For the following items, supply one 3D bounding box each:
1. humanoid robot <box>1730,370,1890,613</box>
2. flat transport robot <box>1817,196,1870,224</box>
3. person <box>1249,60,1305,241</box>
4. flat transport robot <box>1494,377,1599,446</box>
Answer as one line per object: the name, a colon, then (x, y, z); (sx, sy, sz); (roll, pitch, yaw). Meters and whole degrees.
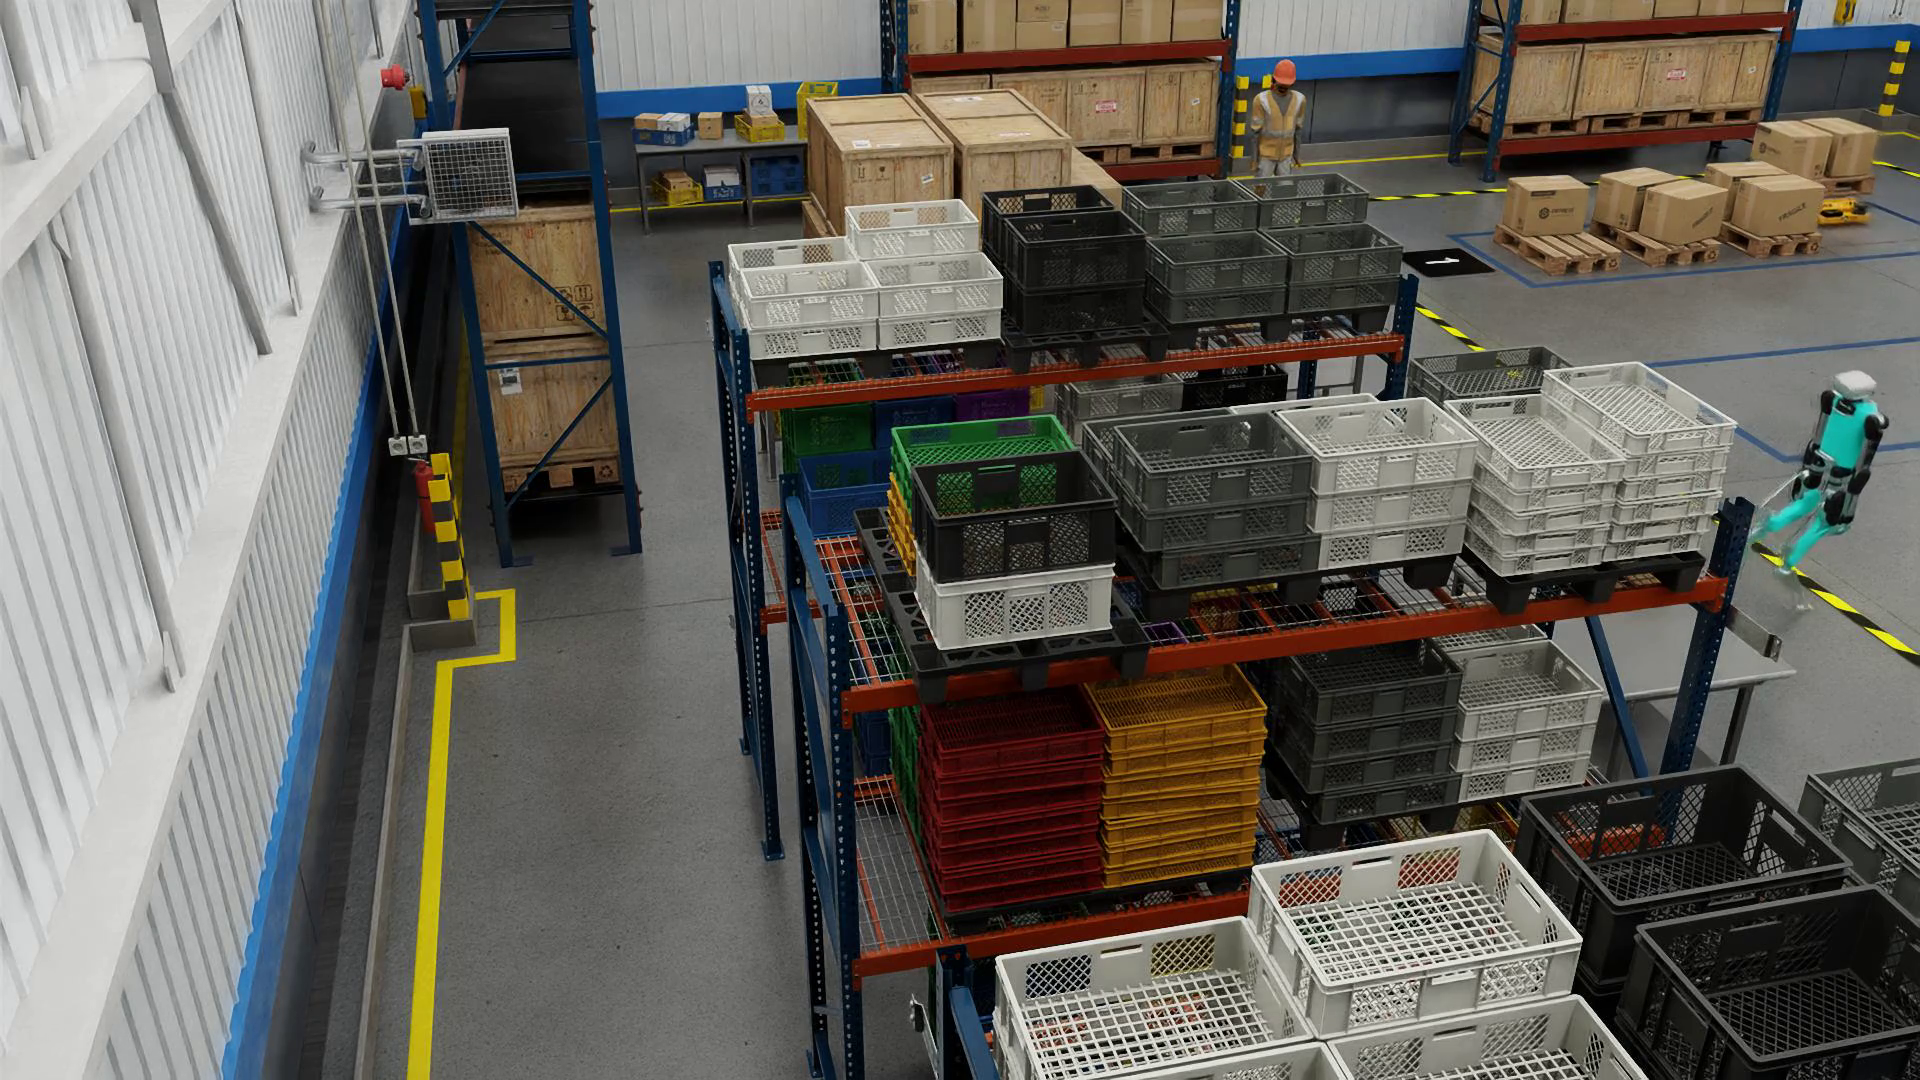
humanoid robot: (5.429, -0.235, 10.949); (0.965, 1.777, 0.531); (-6, 28, -11)
flat transport robot: (10.020, -4.059, 19.717); (0.652, 0.197, 1.431); (-6, 28, -12)
person: (3.450, -4.208, 18.141); (0.605, 2.033, 0.388); (-6, 28, -11)
flat transport robot: (4.780, -1.036, 14.013); (0.659, 0.231, 1.431); (-6, 28, -12)
